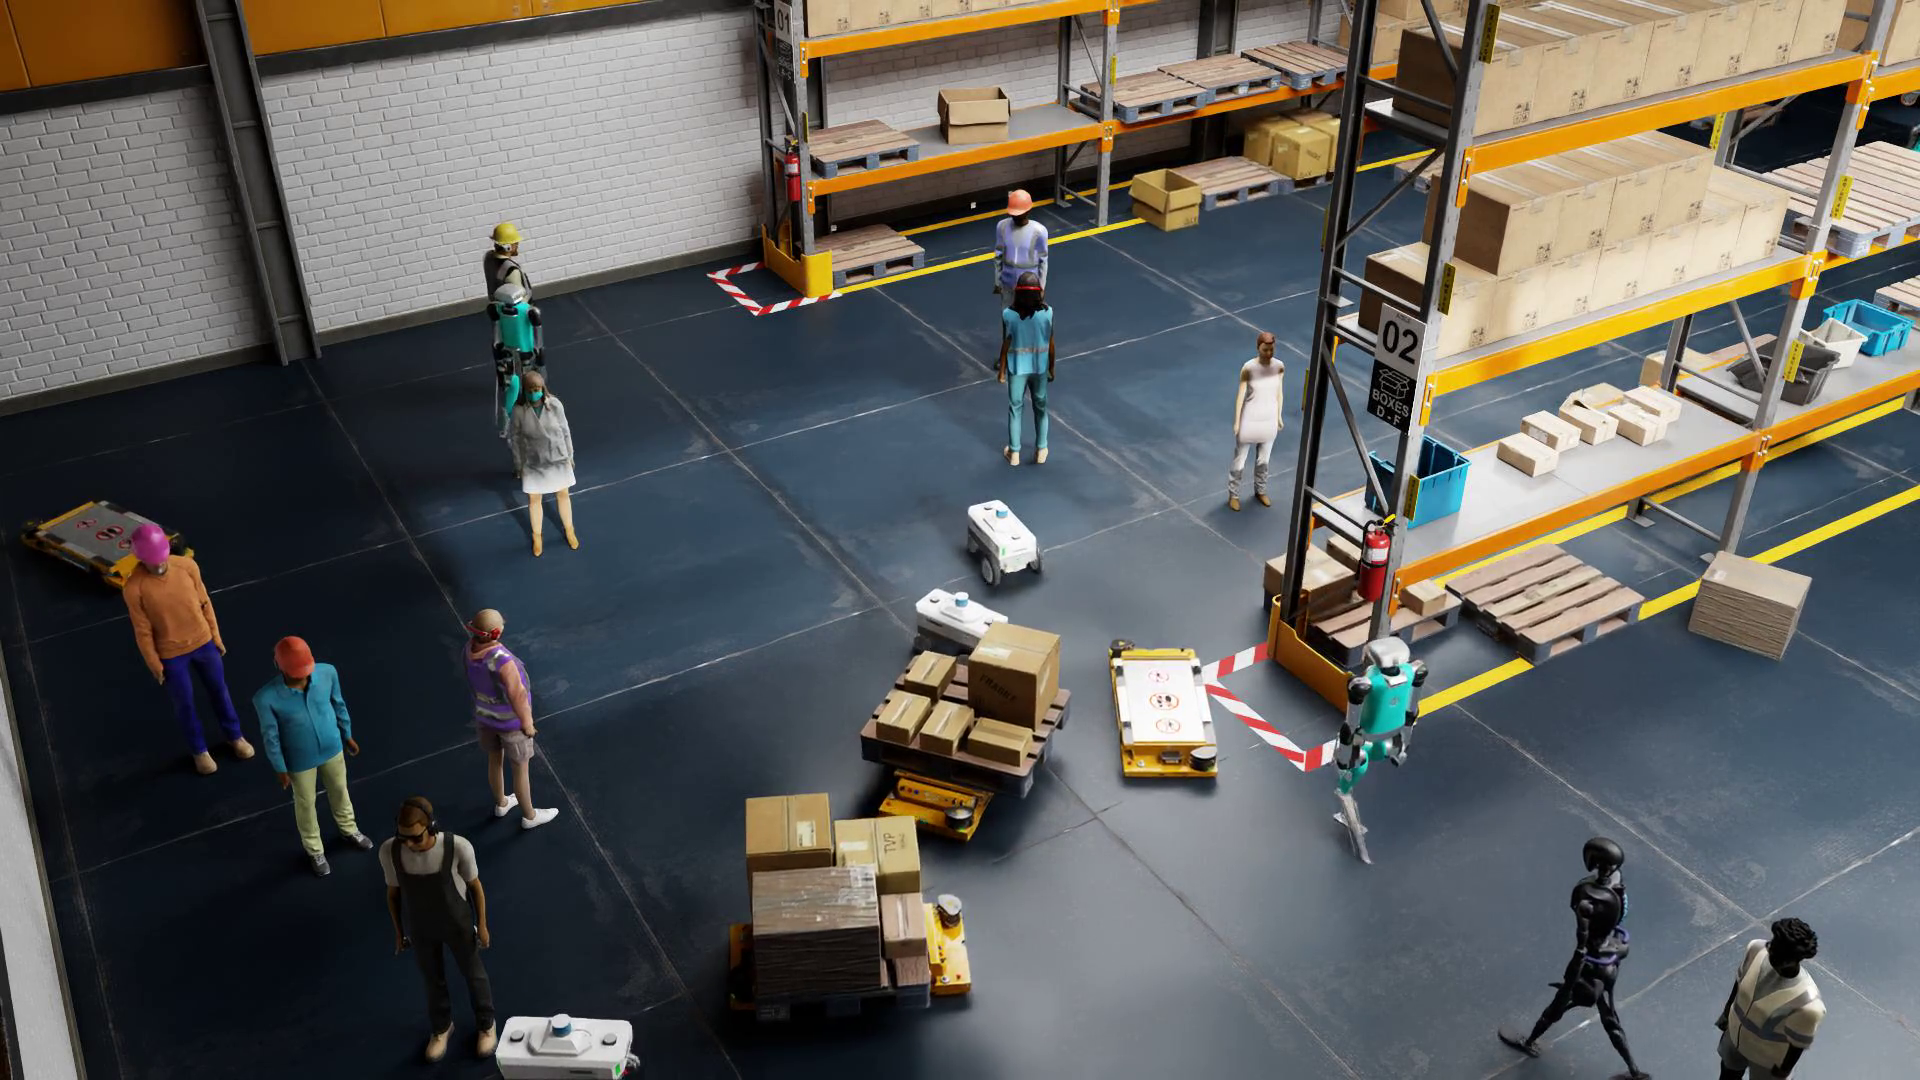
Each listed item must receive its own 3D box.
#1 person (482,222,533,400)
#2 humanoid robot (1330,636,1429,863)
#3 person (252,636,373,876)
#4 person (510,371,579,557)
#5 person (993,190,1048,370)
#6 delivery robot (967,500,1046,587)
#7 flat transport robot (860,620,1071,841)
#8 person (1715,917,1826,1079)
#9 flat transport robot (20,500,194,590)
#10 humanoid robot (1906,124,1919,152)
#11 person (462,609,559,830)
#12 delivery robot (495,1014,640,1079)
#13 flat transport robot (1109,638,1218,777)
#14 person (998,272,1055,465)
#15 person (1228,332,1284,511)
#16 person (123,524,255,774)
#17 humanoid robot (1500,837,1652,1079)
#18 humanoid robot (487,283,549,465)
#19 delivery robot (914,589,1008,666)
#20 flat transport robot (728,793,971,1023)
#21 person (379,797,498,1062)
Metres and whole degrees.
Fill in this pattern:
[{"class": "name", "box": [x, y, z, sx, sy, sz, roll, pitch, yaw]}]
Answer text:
[{"class": "person", "box": [-4.335, -2.209, 16.153, 0.403, 1.818, 0.599, -25, 40, -34]}, {"class": "humanoid robot", "box": [2.542, 1.266, 10.703, 0.561, 1.806, 0.756, -11, 34, -17]}, {"class": "person", "box": [-4.098, 1.337, 10.562, 0.335, 1.742, 0.562, 26, 40, 35]}, {"class": "person", "box": [-3.442, -0.634, 13.782, 0.496, 1.659, 0.337, -10, 34, -16]}, {"class": "person", "box": [0.590, -2.578, 16.629, 0.550, 1.932, 0.375, 12, 34, 18]}, {"class": "delivery robot", "box": [0.354, 0.000, 13.822, 0.499, 0.603, 0.794, -14, 35, -21]}, {"class": "flat transport robot", "box": [0.013, 1.523, 11.655, 0.659, 0.231, 1.431, 12, 34, 18]}, {"class": "person", "box": [4.131, 2.597, 8.600, 0.320, 1.693, 0.532, -8, 33, -13]}, {"class": "flat transport robot", "box": [-7.222, 0.016, 14.058, 1.431, 0.231, 0.659, 18, 36, 27]}, {"class": "humanoid robot", "box": [10.969, -4.278, 19.535, 0.530, 1.791, 0.799, -13, 34, -19]}, {"class": "person", "box": [-2.988, 1.169, 10.877, 0.483, 1.694, 0.345, 19, 37, 27]}, {"class": "delivery robot", "box": [-2.205, 2.873, 9.232, 0.769, 0.594, 0.499, 1, 32, 2]}, {"class": "flat transport robot", "box": [1.468, 1.215, 12.147, 0.659, 0.231, 1.431, 0, 32, 0]}, {"class": "person", "box": [0.612, -1.538, 15.035, 0.516, 1.866, 0.392, -3, 32, -5]}, {"class": "person", "box": [2.583, -1.032, 14.417, 0.459, 1.660, 0.279, -7, 33, -11]}, {"class": "person", "box": [-5.294, 0.728, 11.329, 0.404, 1.972, 0.515, 28, 42, 37]}, {"class": "humanoid robot", "box": [3.500, 2.332, 9.101, 0.824, 1.625, 0.609, 23, 39, 32]}, {"class": "humanoid robot", "box": [-4.014, -1.314, 14.885, 0.535, 1.870, 0.731, 10, 34, 16]}, {"class": "delivery robot", "box": [0.032, 0.689, 12.732, 0.805, 0.612, 0.499, 21, 38, 30]}, {"class": "flat transport robot", "box": [-0.676, 2.502, 10.093, 1.431, 0.231, 0.659, -3, 32, -5]}, {"class": "person", "box": [-2.870, 2.140, 9.188, 0.512, 1.843, 0.329, -2, 32, -4]}]
